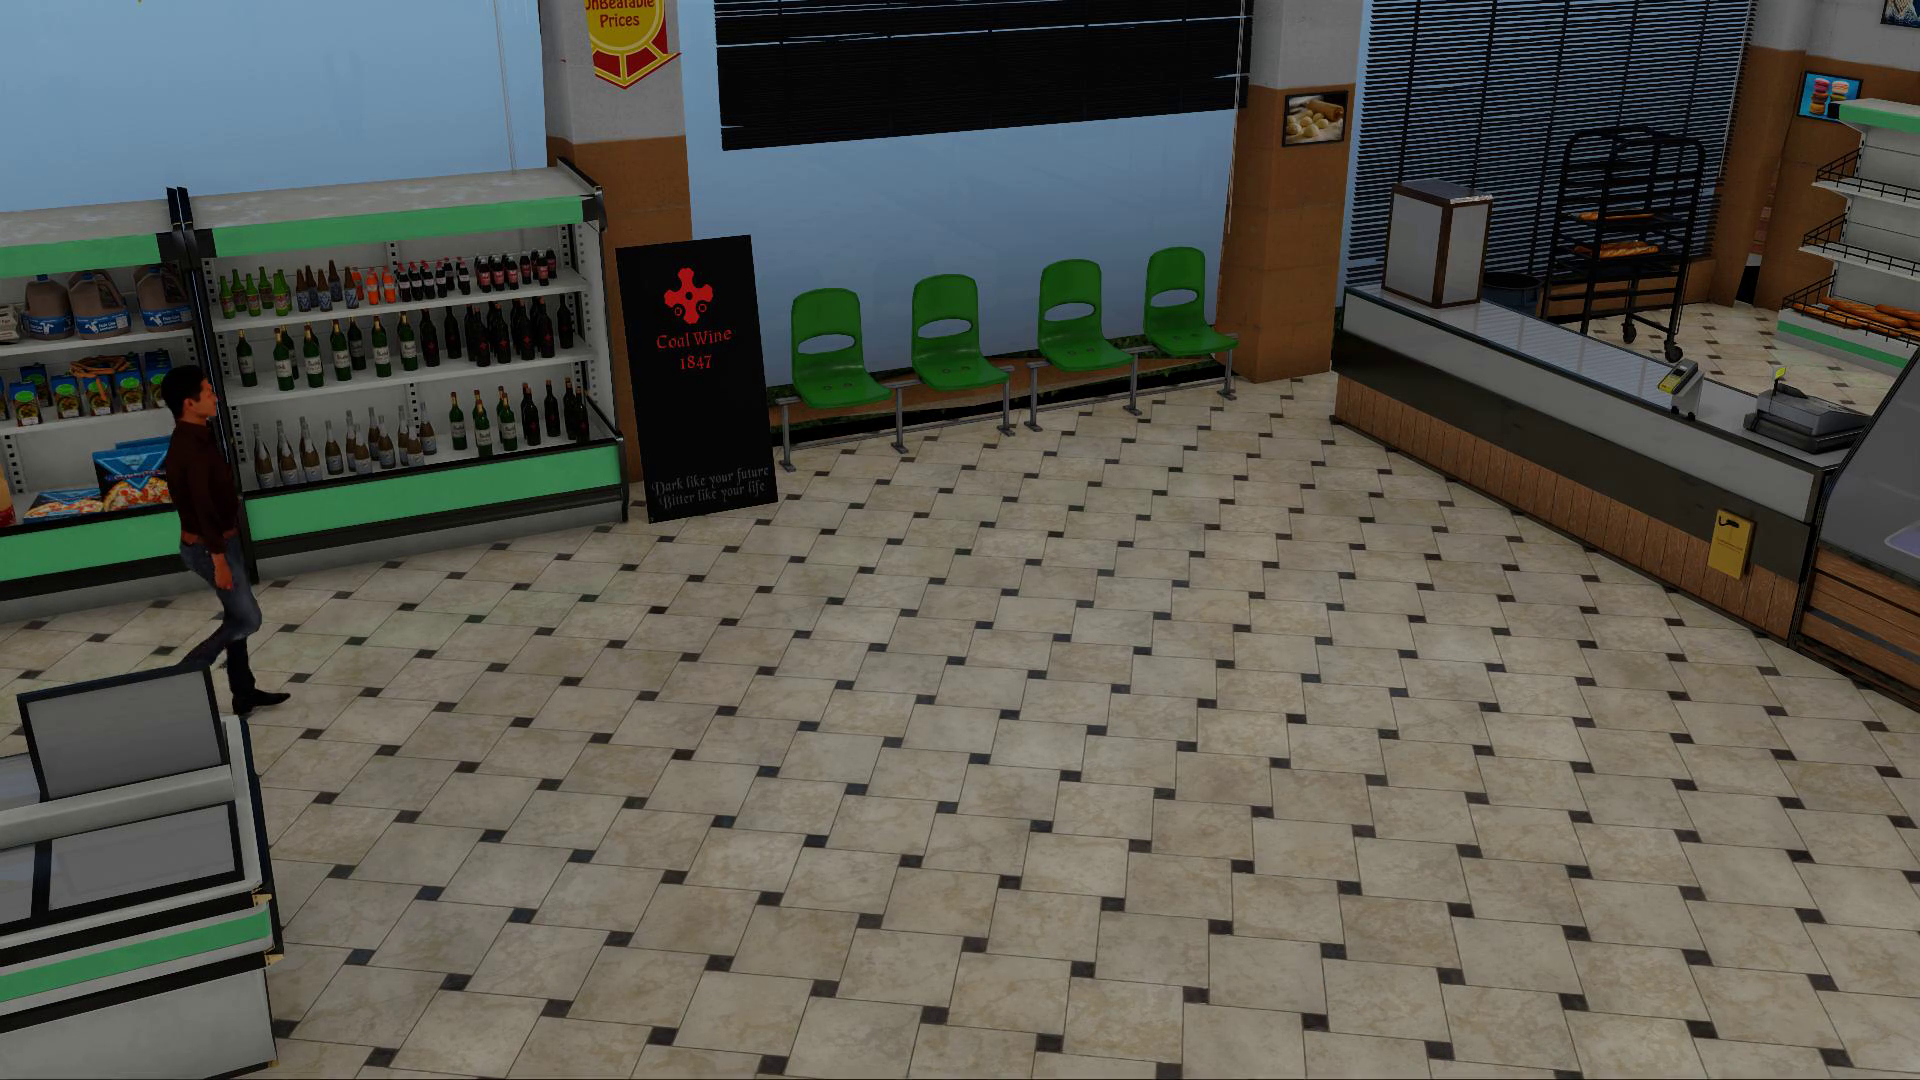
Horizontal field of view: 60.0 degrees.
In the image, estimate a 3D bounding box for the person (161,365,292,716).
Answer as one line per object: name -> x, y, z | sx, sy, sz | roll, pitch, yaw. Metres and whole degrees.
person -> -3.586, 0.062, 7.782 | 0.786, 1.765, 0.681 | -9, 25, -19
